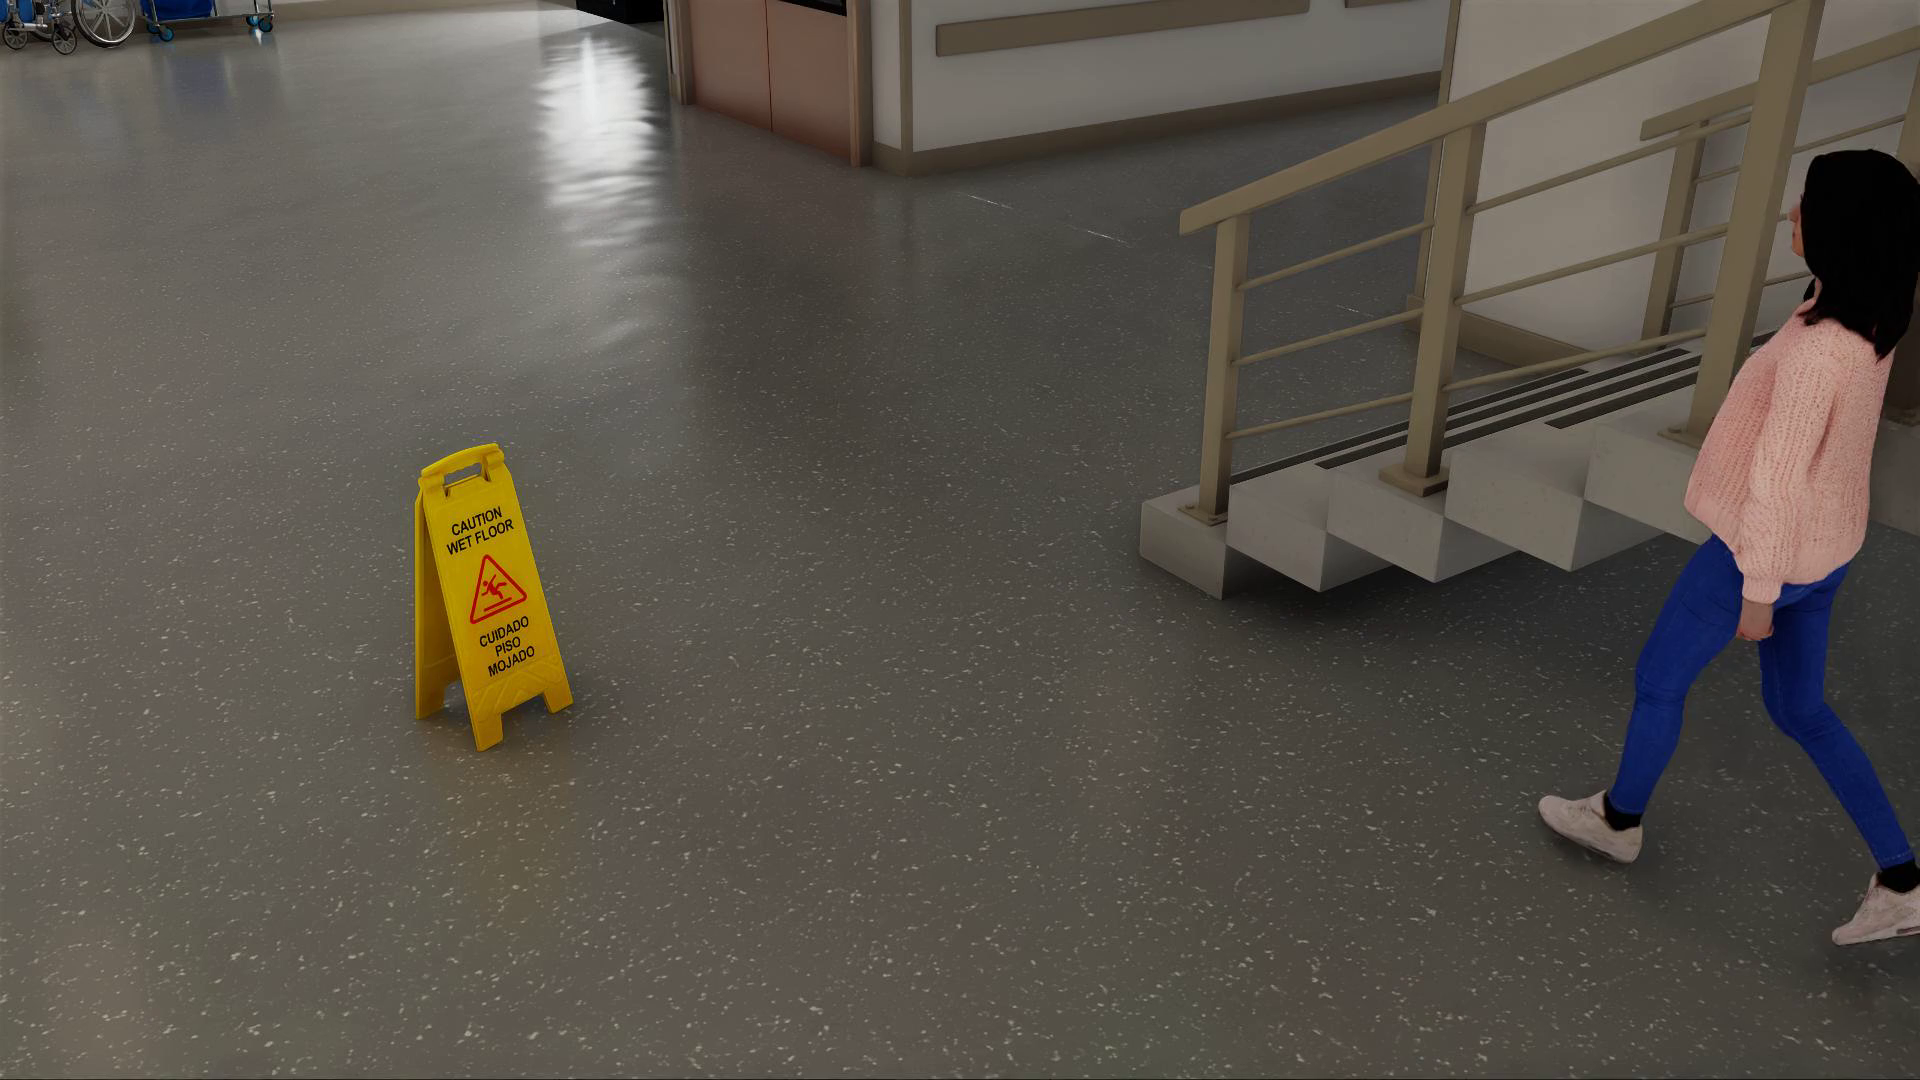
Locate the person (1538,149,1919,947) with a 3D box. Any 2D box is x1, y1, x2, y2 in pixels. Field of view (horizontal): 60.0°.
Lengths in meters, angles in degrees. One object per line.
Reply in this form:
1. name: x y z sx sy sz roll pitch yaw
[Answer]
1. person: 1.804 0.088 3.498 0.696 1.736 1.160 -19 32 -34
